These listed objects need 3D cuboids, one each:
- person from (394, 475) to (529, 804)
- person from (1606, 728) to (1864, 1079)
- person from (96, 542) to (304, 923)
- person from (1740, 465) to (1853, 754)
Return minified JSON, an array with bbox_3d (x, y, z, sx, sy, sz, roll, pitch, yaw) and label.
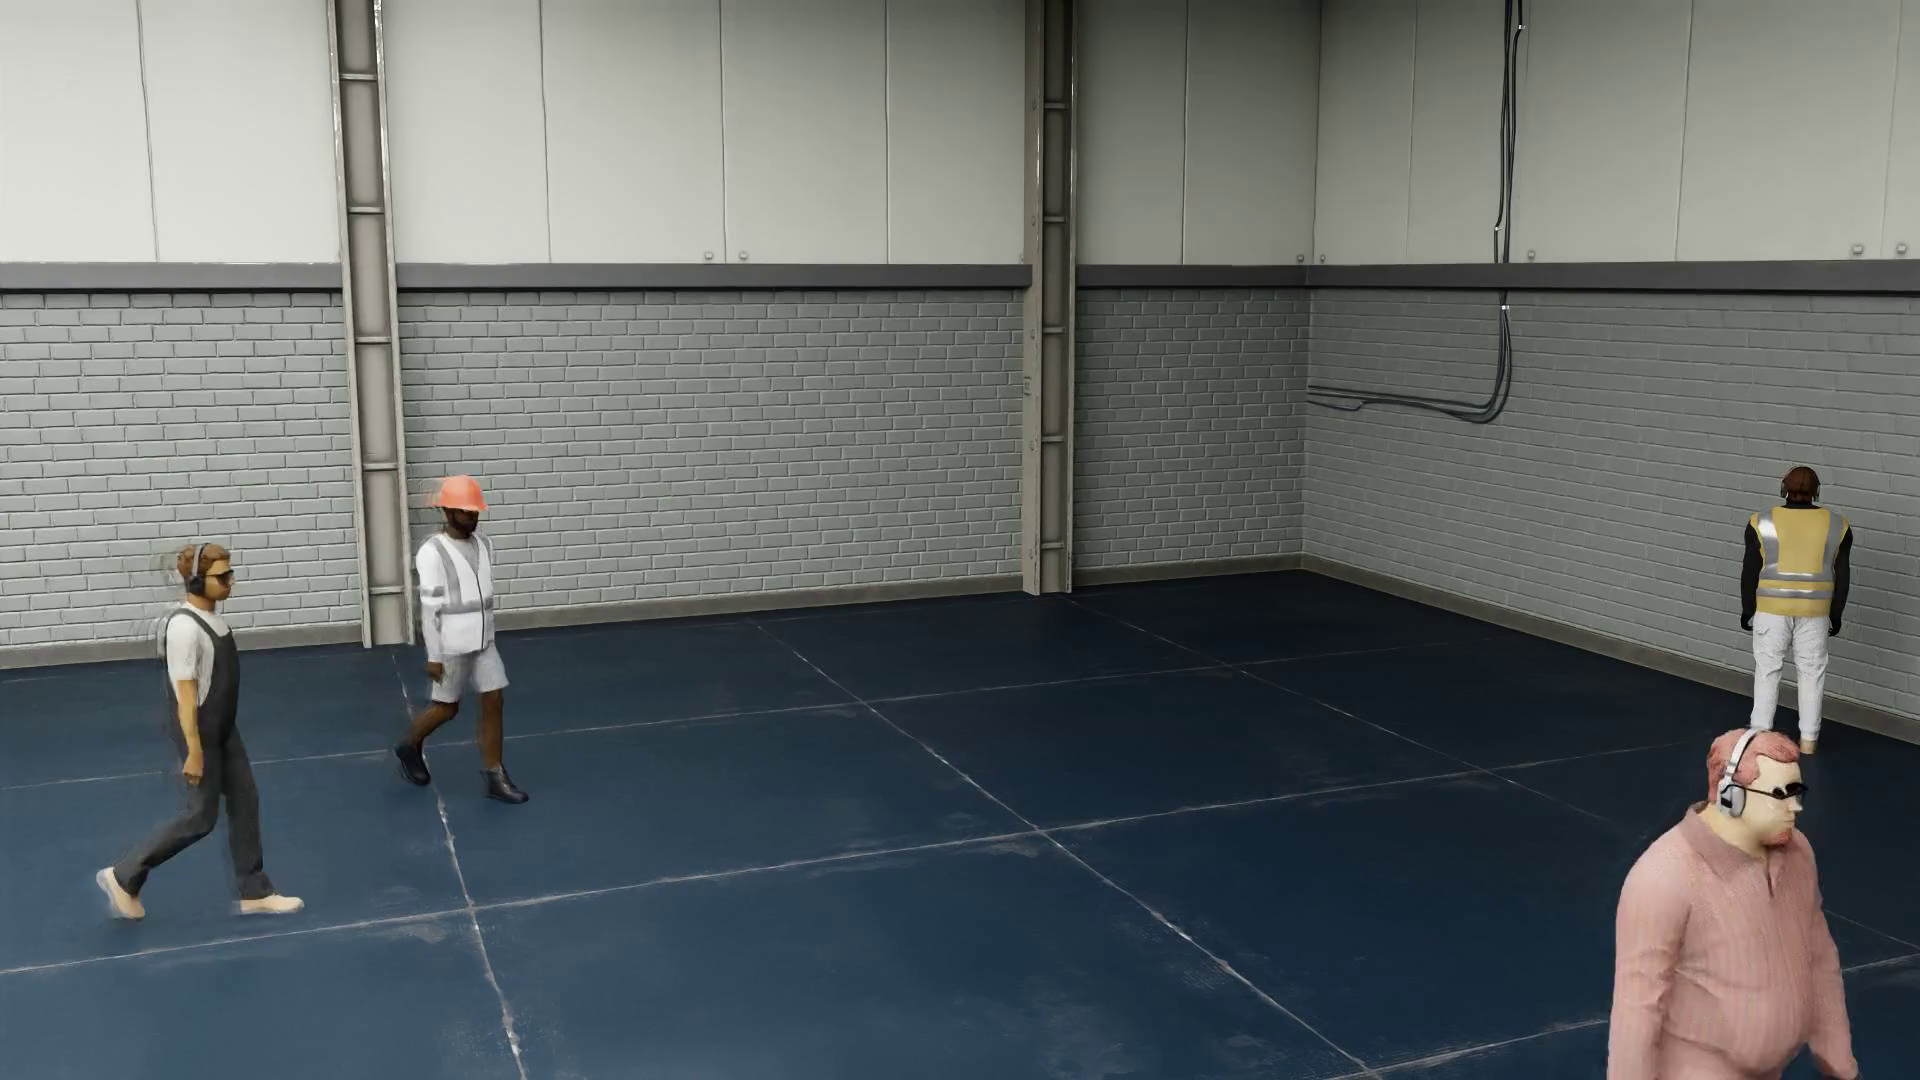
[{"bbox_3d":[-2.921,0.563,9.613,0.880,1.909,0.555,5,10,28],"label":"person"},{"bbox_3d":[2.083,1.419,4.342,0.663,1.875,0.880,-6,11,-35],"label":"person"},{"bbox_3d":[-3.567,0.910,7.717,0.805,1.824,0.515,-2,9,-10],"label":"person"},{"bbox_3d":[5.279,0.443,10.562,0.626,1.844,0.429,3,9,16],"label":"person"}]
